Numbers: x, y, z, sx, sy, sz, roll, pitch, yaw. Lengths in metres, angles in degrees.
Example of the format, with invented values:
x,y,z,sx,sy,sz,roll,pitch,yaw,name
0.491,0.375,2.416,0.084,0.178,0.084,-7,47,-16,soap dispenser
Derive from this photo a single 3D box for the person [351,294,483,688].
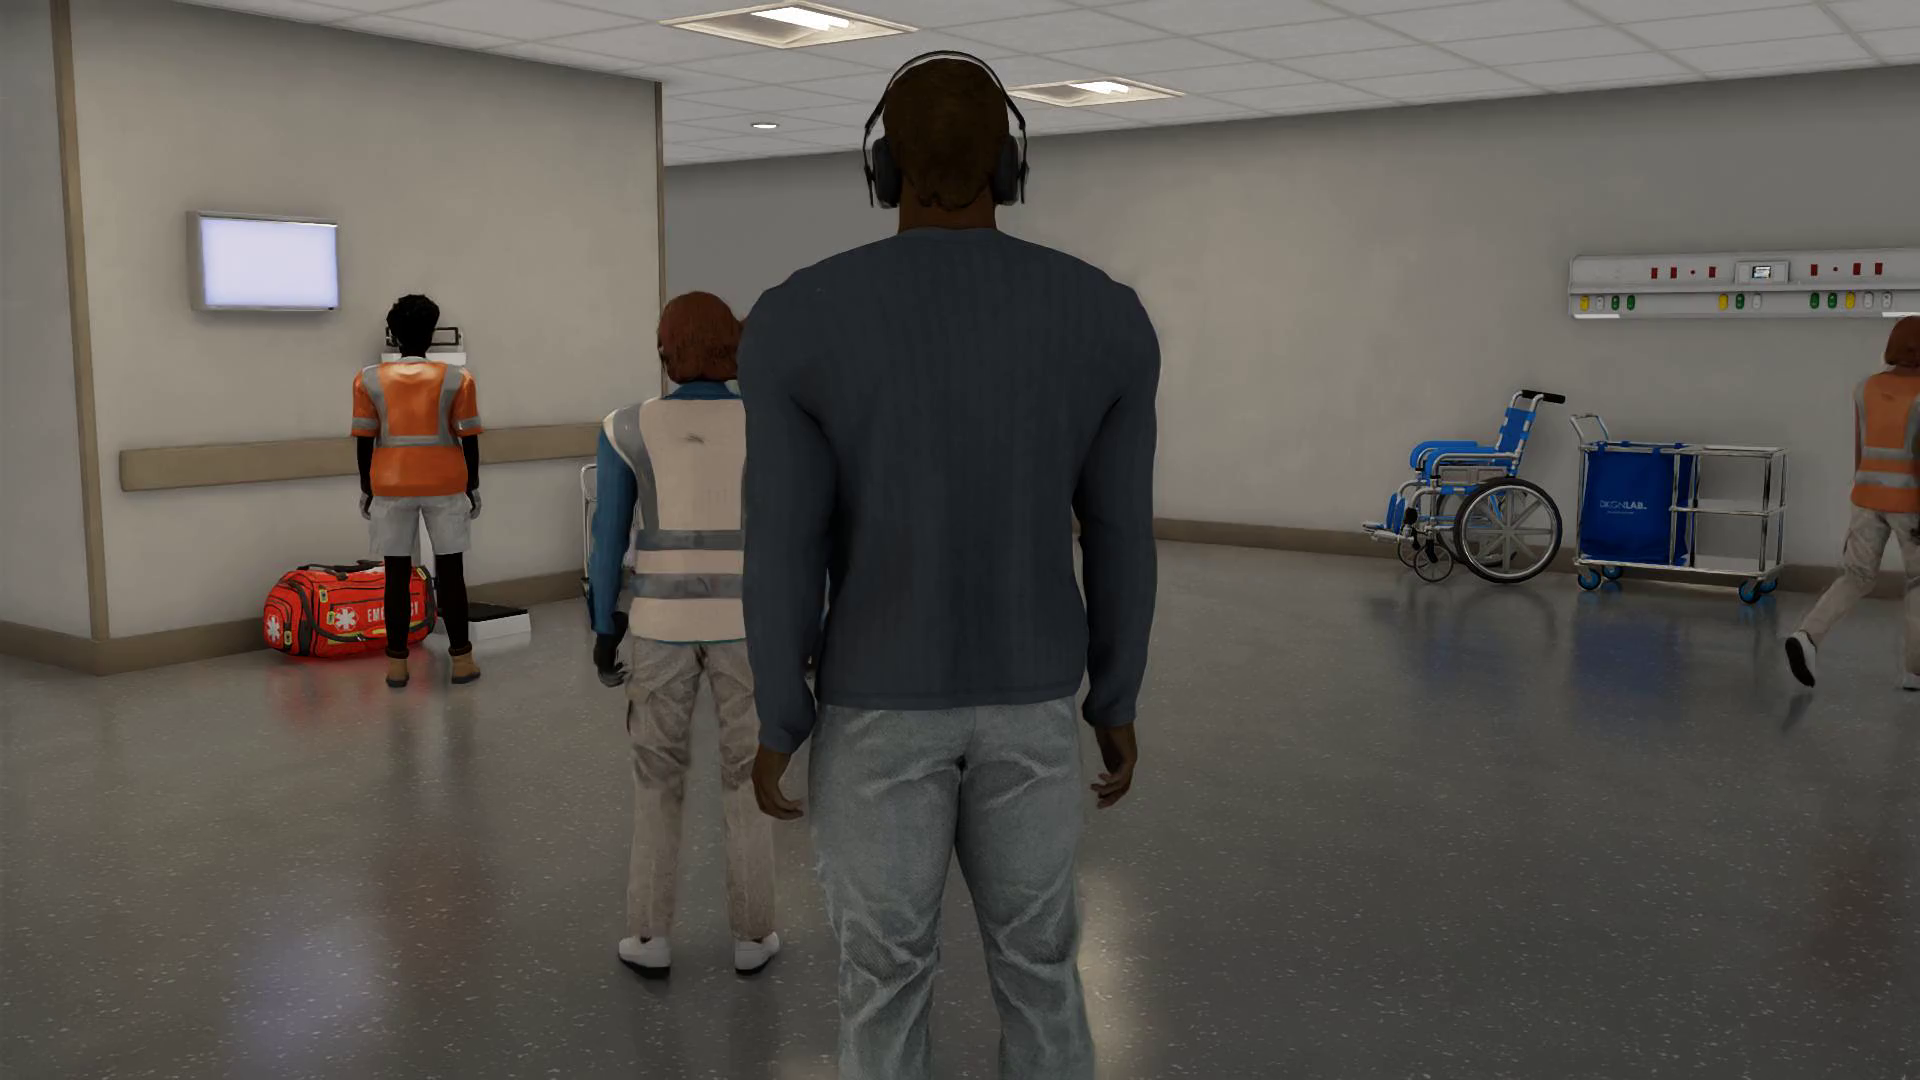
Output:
x,y,z,sx,sy,sz,roll,pitch,yaw,name
-2.339,-0.209,7.205,0.539,1.695,0.318,-2,7,-13,person

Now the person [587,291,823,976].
x,y,z,sx,sy,sz,roll,pitch,yaw,name
-0.598,0.229,3.973,0.564,1.628,0.321,0,7,0,person

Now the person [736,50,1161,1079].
x,y,z,sx,sy,sz,roll,pitch,yaw,name
-0.014,0.255,2.513,0.635,1.938,0.366,-2,7,-14,person

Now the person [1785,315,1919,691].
x,y,z,sx,sy,sz,roll,pitch,yaw,name
3.893,-0.144,7.019,0.705,1.611,0.515,-3,8,-22,person
